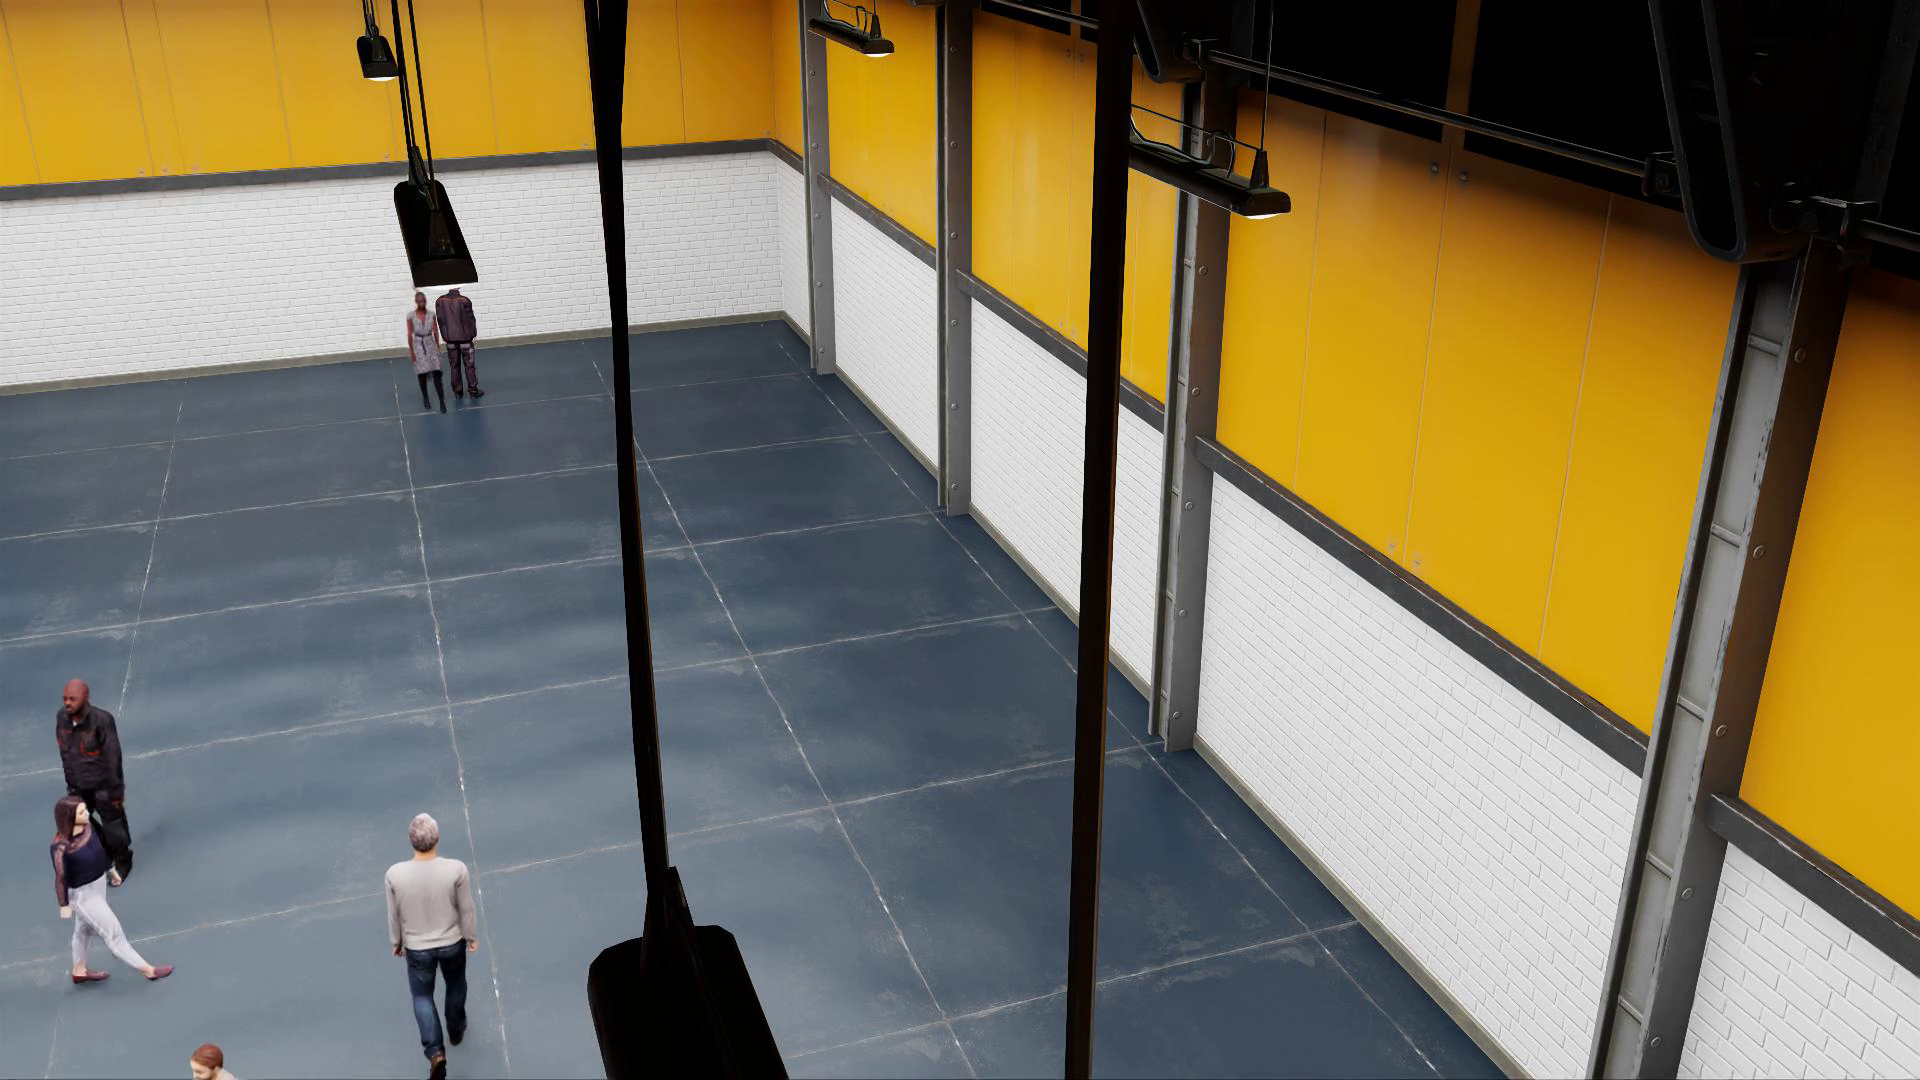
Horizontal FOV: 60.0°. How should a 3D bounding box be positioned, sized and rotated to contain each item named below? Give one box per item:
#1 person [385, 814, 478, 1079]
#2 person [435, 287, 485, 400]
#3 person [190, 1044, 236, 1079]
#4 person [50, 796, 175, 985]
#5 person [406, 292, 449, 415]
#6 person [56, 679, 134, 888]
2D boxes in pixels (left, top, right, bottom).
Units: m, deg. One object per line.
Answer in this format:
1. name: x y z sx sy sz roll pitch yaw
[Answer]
1. person: -3.540 2.755 11.176 0.792 1.885 1.104 -6 24 -13
2. person: -7.345 -2.993 24.363 0.797 1.854 0.750 1 24 2
3. person: -4.457 3.554 10.252 0.816 1.161 0.850 13 27 27
4. person: -6.349 2.568 11.999 0.864 1.569 1.016 -1 24 -3
5. person: -7.677 -2.682 23.780 0.759 1.752 1.113 -12 26 -26
6. person: -6.854 1.863 13.301 0.835 1.818 0.857 3 24 7
